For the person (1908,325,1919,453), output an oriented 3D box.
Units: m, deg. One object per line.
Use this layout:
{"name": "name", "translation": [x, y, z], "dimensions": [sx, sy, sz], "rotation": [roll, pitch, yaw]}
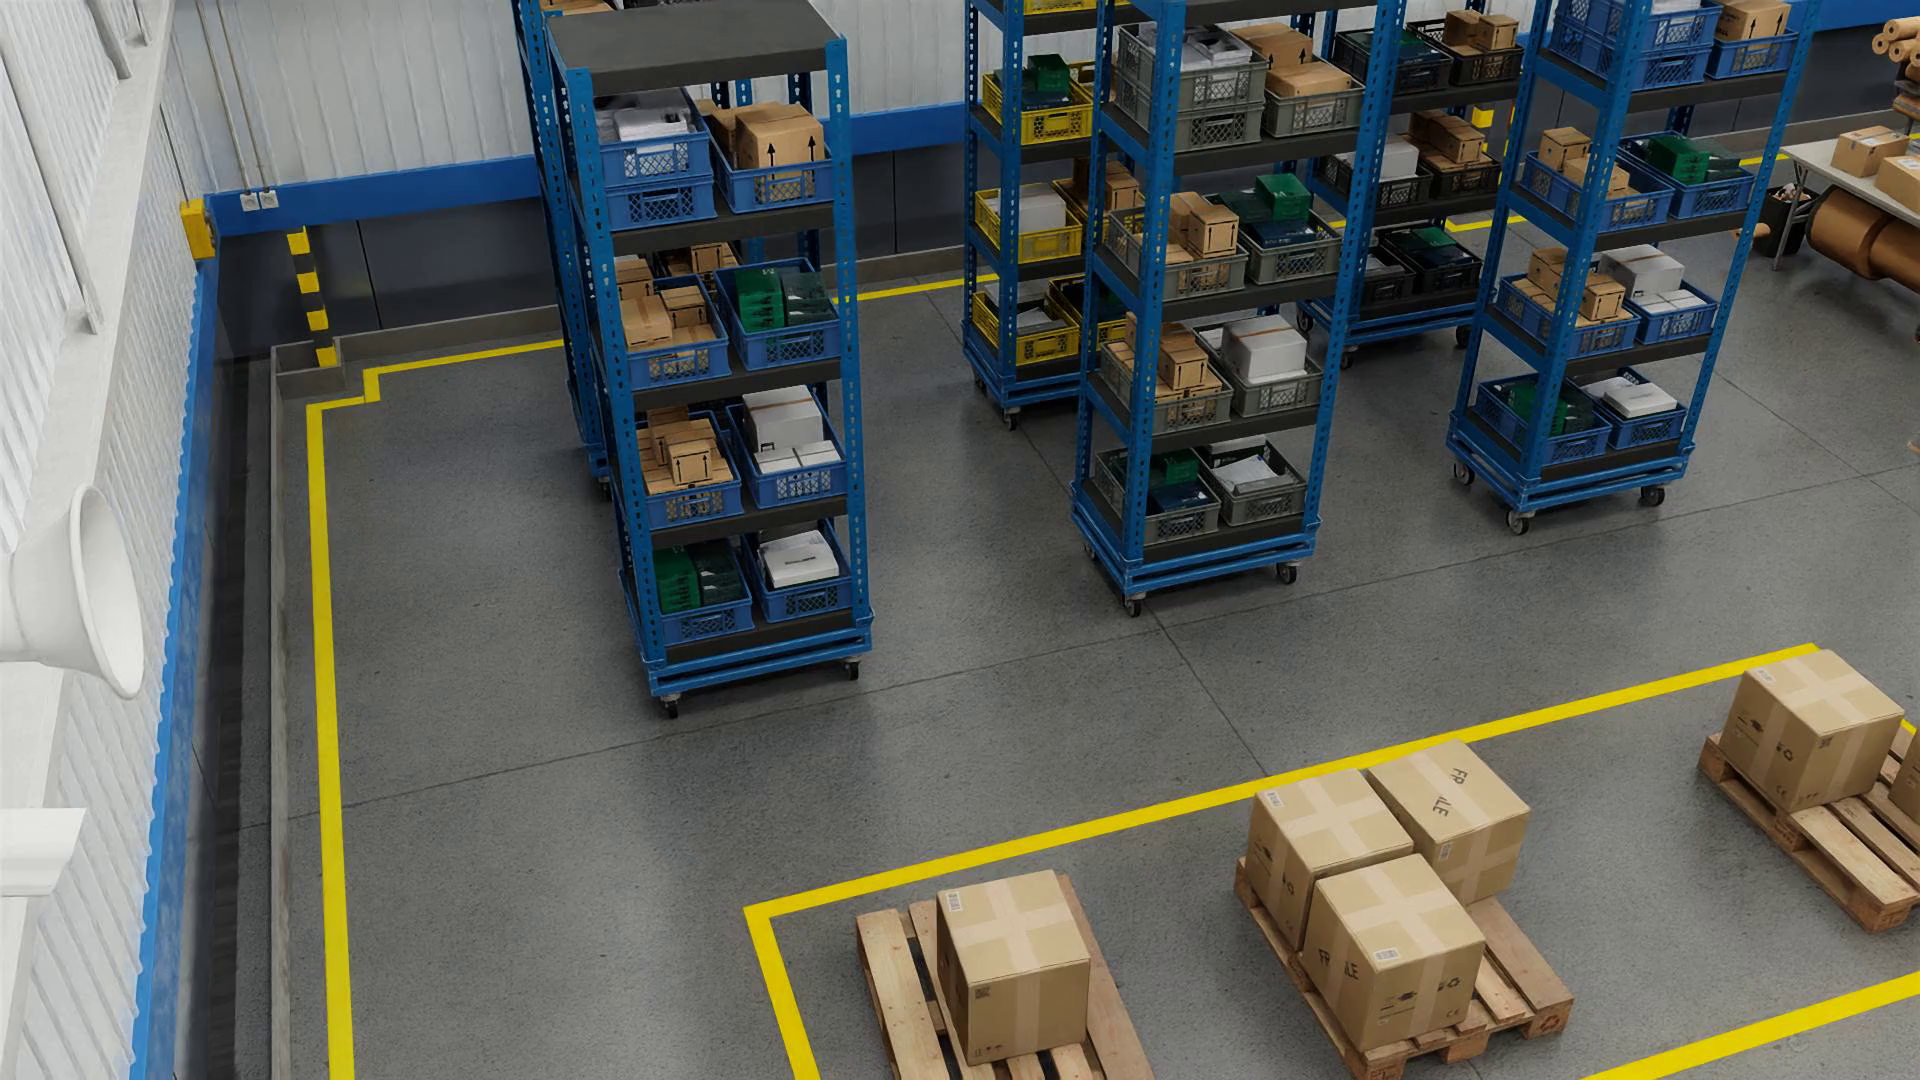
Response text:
{"name": "person", "translation": [6.451, -1.352, 10.586], "dimensions": [0.595, 1.867, 0.491], "rotation": [28, 44, 33]}
